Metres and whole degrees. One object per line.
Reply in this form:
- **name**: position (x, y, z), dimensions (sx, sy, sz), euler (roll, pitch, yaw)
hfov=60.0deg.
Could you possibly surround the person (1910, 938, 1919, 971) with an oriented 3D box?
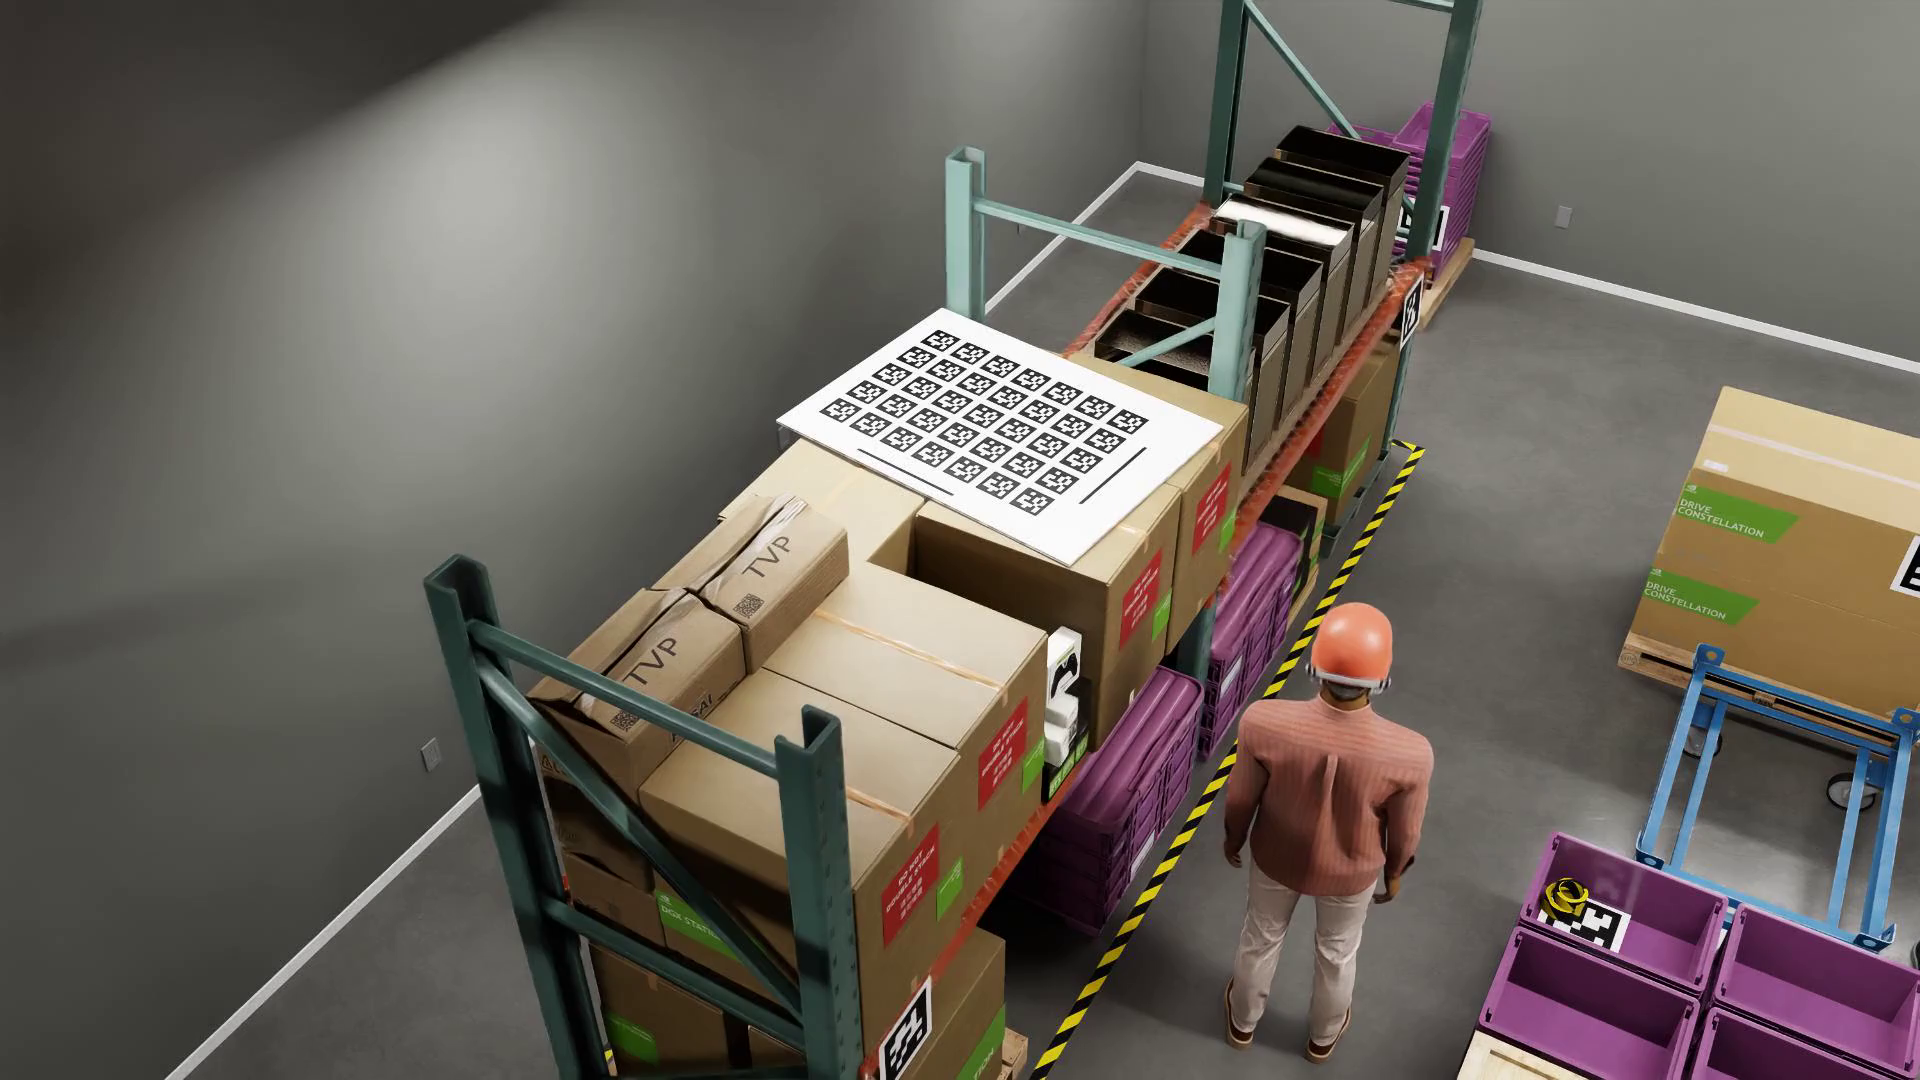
- **person**: position (3.708, 0.950, 5.546), dimensions (0.590, 1.833, 0.404), euler (22, 45, 24)

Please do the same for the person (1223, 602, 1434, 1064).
- **person**: position (1.150, 0.991, 5.374), dimensions (0.609, 1.994, 0.383), euler (10, 41, 12)
